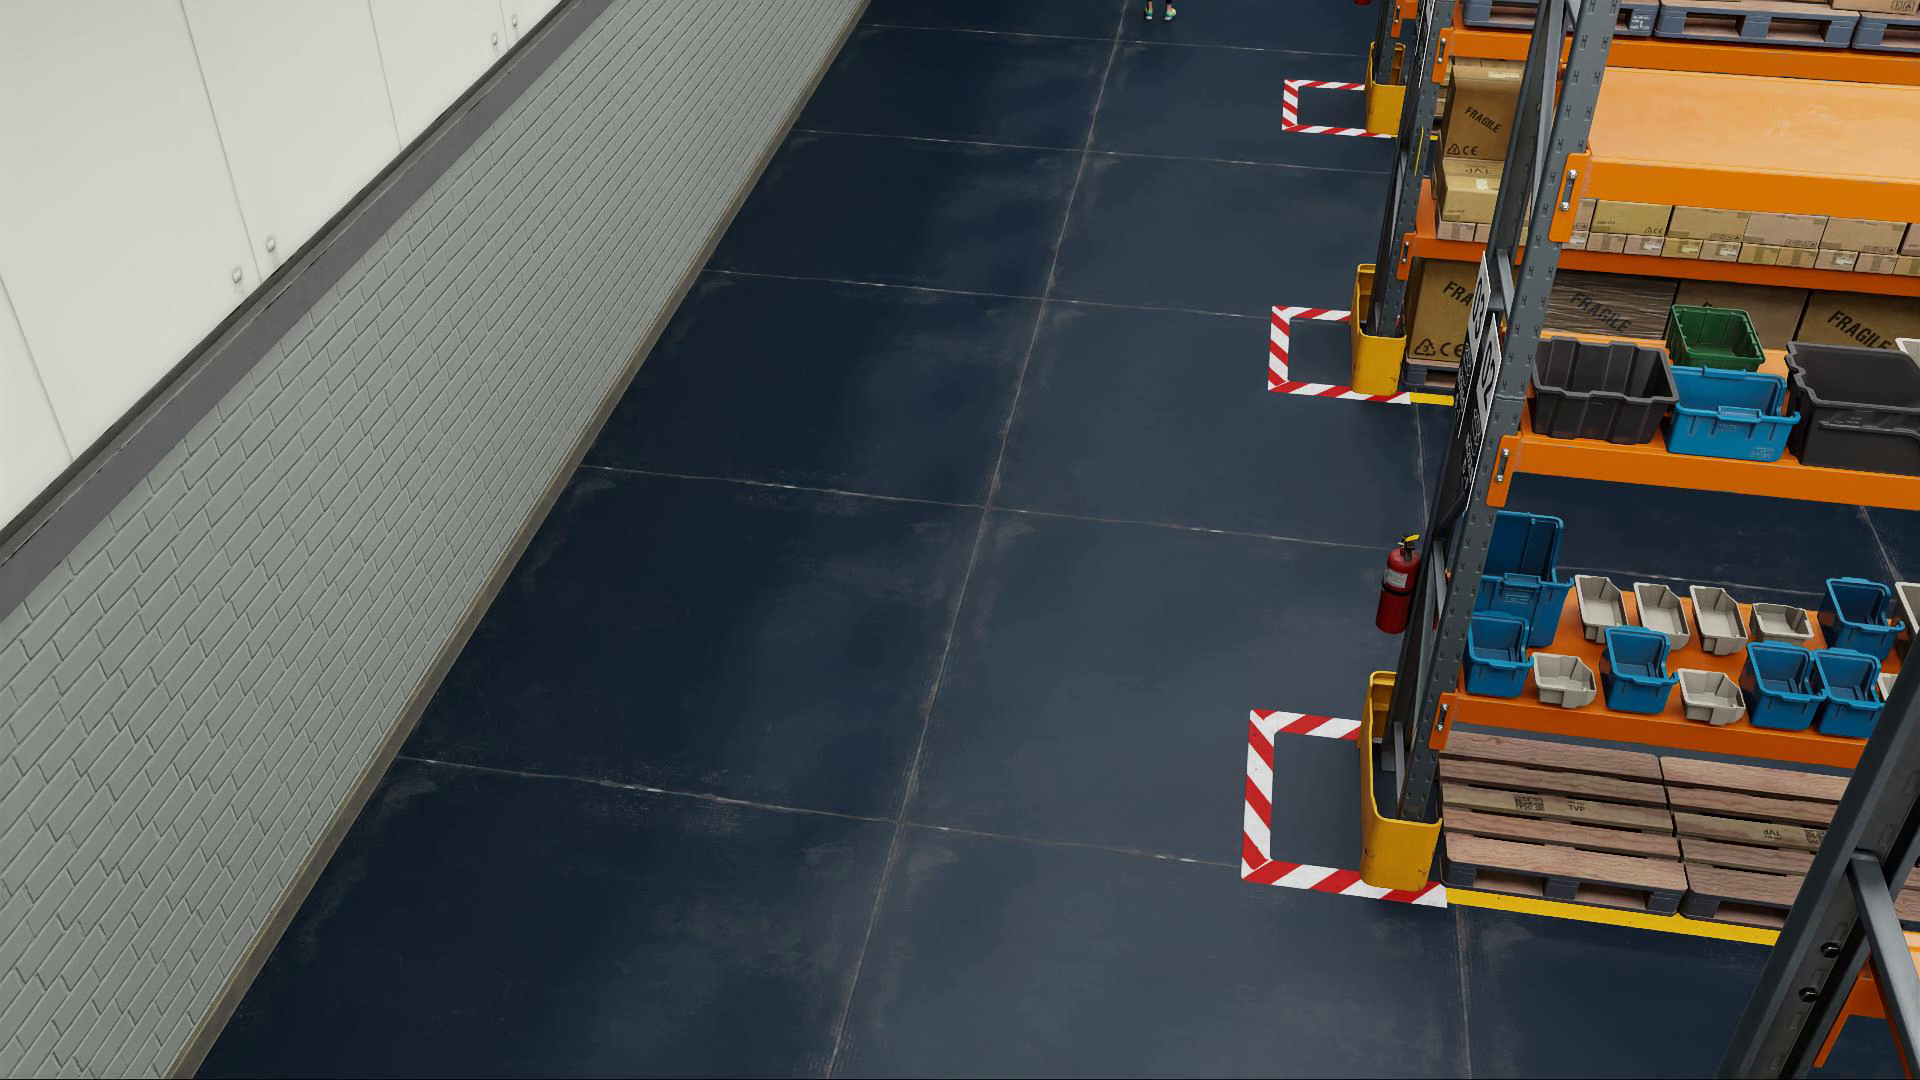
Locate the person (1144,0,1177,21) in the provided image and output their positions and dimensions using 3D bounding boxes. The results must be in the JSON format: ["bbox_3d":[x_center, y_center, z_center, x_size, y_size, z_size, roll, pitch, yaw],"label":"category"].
[{"bbox_3d":[2.275,-6.726,18.680,0.456,1.701,0.659,7,38,9],"label":"person"}]
